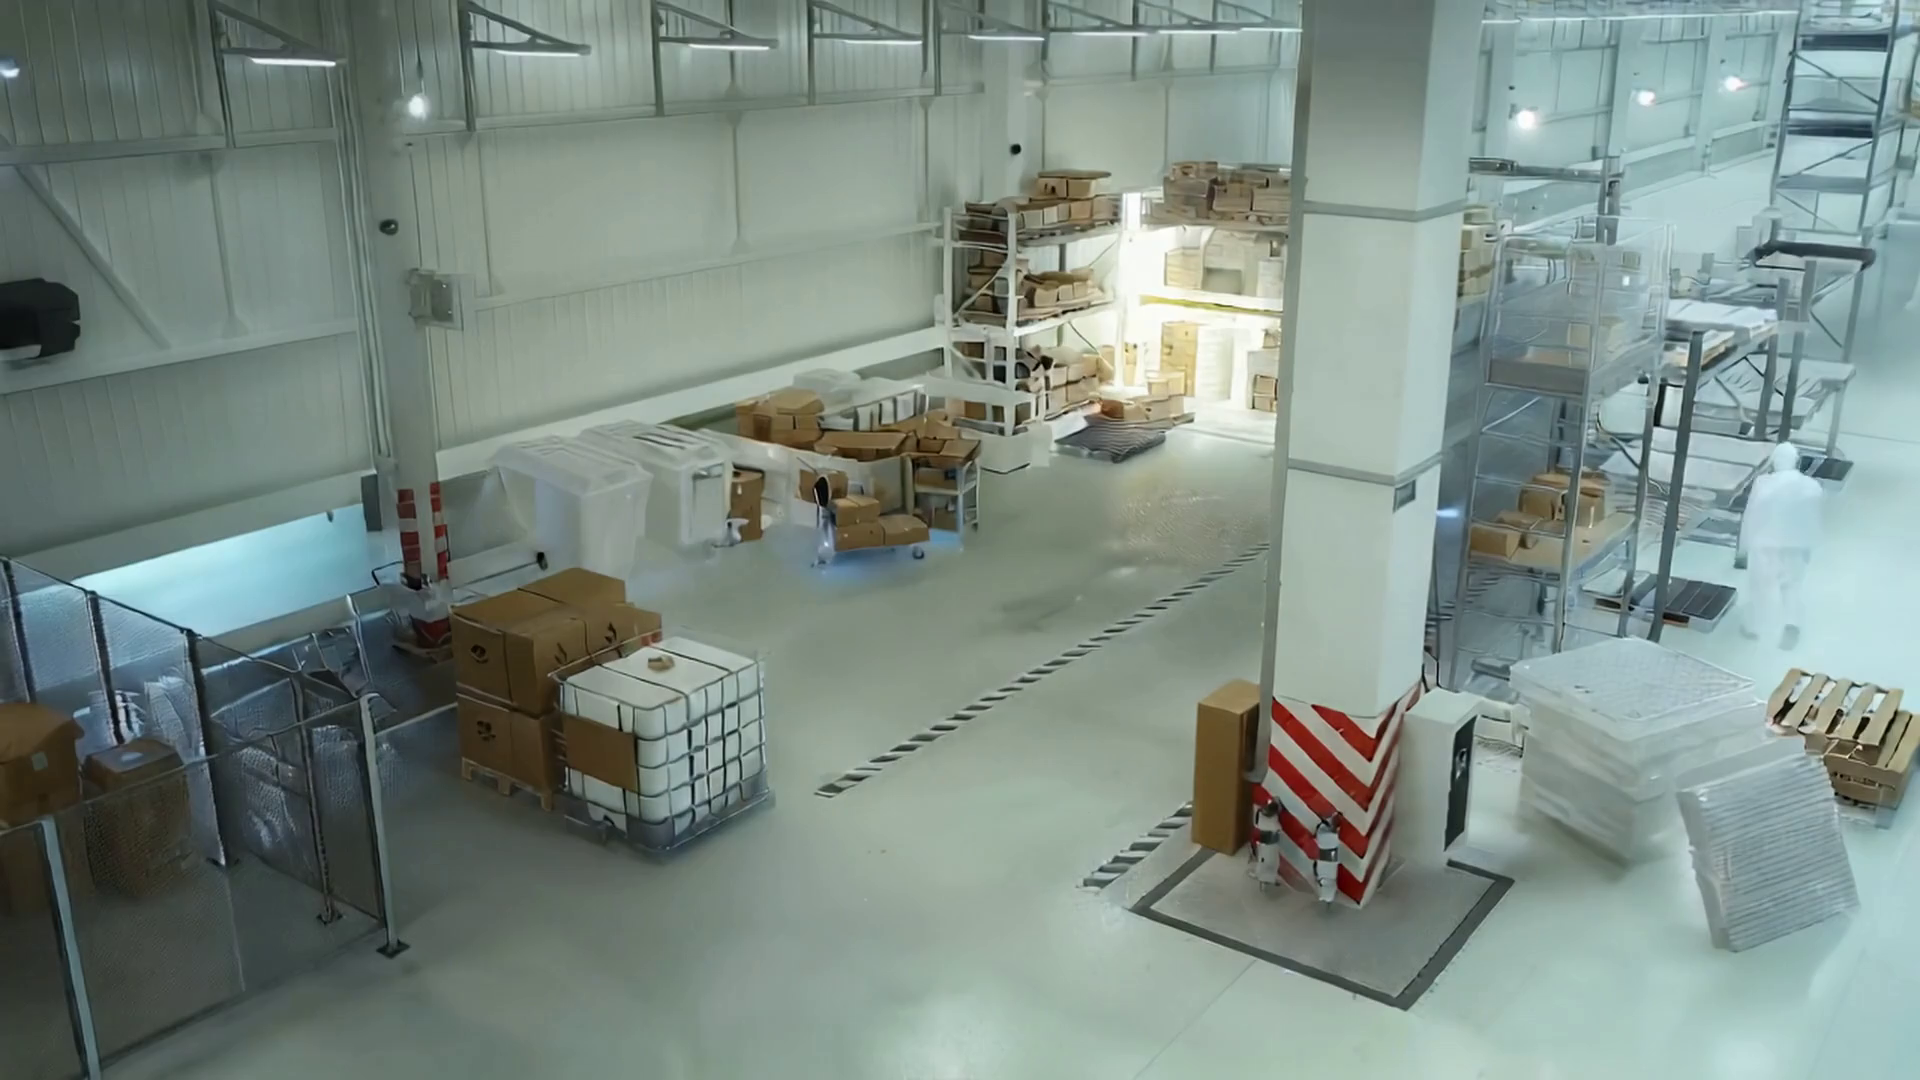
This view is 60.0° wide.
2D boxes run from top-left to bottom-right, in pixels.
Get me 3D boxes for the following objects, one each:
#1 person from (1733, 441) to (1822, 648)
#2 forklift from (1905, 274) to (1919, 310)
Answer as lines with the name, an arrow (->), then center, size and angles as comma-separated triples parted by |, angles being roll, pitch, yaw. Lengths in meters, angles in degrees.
person -> 7.373, 0.077, 14.940 | 0.677, 1.897, 0.685 | 0, 18, 0
forklift -> 18.809, -5.782, 31.316 | 1.129, 2.768, 1.873 | 13, 22, 34
